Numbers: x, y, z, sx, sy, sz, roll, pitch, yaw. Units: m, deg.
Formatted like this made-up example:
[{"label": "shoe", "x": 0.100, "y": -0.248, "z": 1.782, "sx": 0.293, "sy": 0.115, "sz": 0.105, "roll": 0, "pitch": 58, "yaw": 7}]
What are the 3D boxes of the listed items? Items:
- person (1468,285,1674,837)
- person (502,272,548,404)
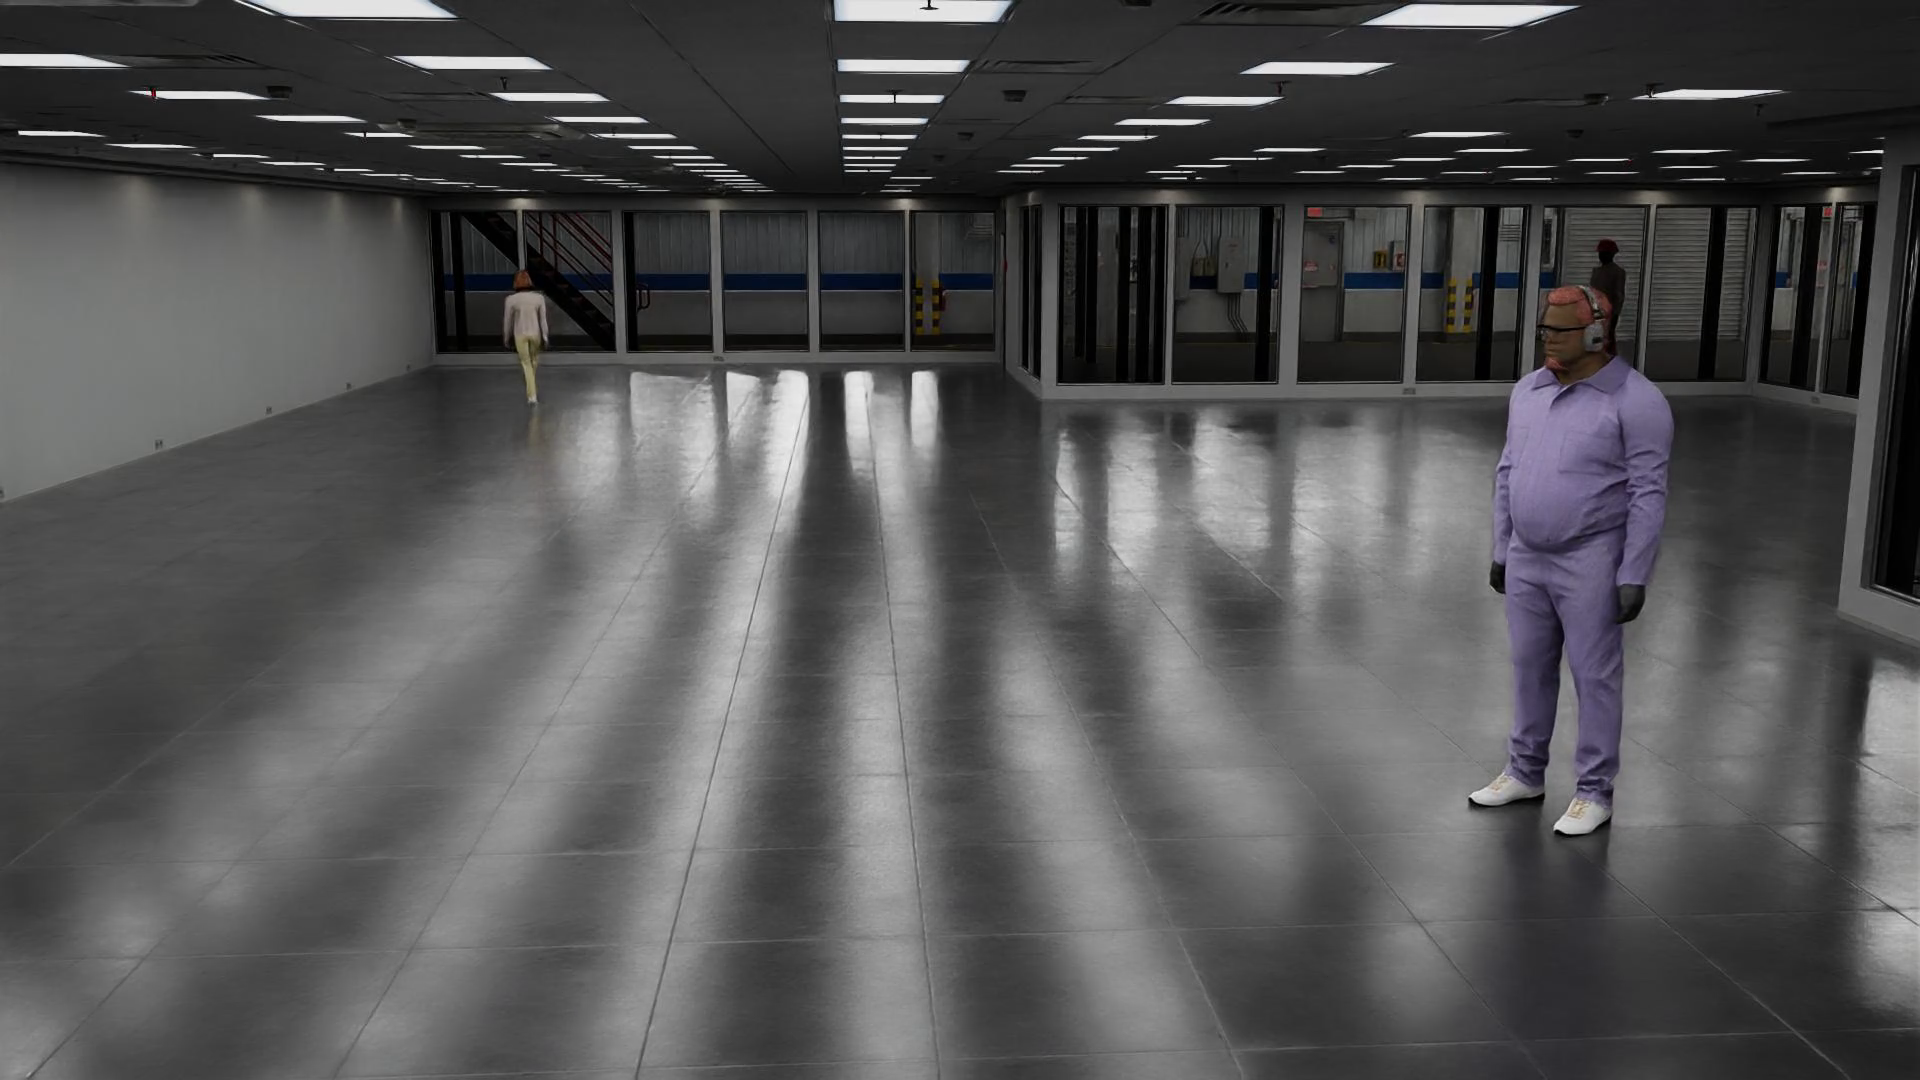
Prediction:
[{"label": "person", "x": 2.106, "y": 0.072, "z": 5.806, "sx": 0.401, "sy": 1.904, "sz": 0.648, "roll": -6, "pitch": 12, "yaw": -31}, {"label": "person", "x": -5.325, "y": -2.469, "z": 20.330, "sx": 0.516, "sy": 1.582, "sz": 0.884, "roll": -6, "pitch": 12, "yaw": -30}]
